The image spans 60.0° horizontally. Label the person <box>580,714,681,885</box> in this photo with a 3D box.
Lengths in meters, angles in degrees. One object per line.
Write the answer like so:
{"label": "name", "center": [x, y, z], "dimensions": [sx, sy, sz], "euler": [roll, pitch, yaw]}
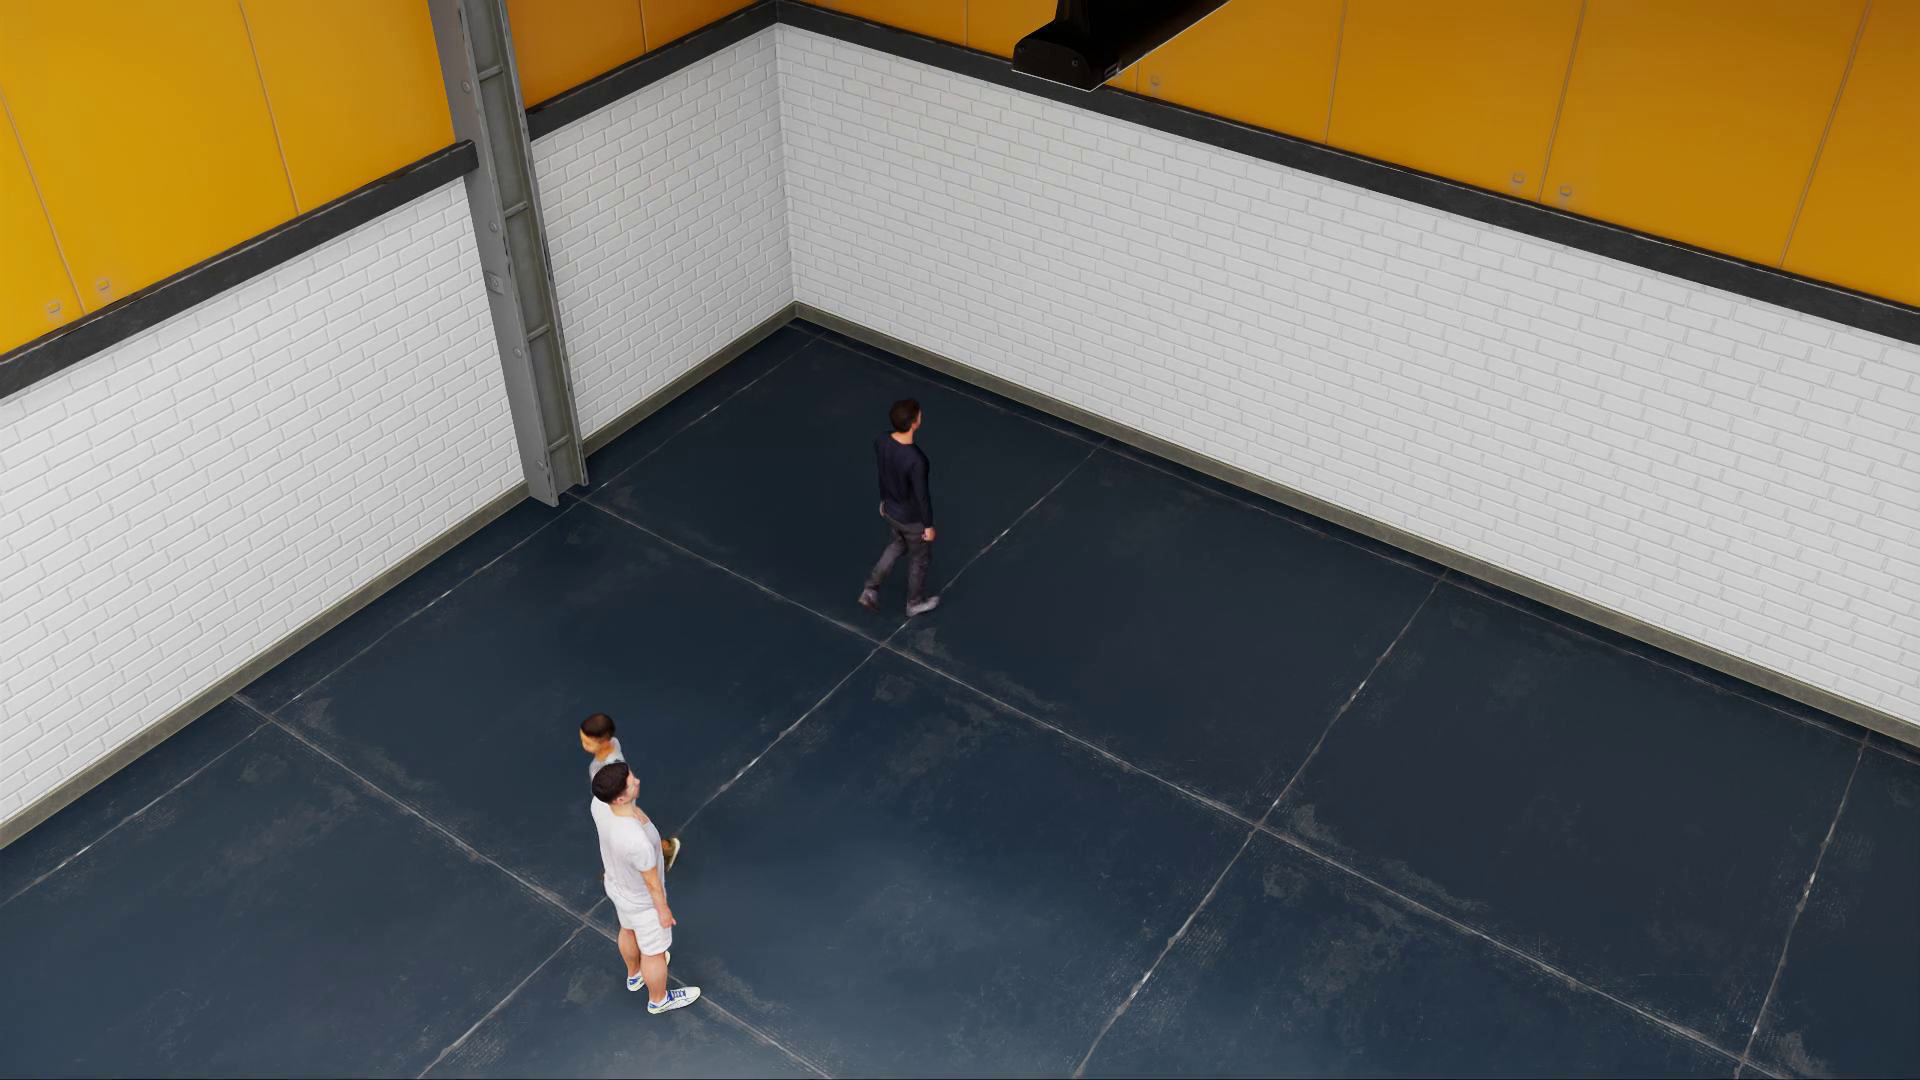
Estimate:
{"label": "person", "center": [-1.991, 1.510, 9.830], "dimensions": [0.883, 1.445, 0.783], "euler": [-14, 41, -17]}

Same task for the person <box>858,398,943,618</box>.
{"label": "person", "center": [-0.436, -0.146, 11.575], "dimensions": [0.970, 1.855, 0.781], "euler": [-27, 46, -30]}

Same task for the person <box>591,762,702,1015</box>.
{"label": "person", "center": [-1.765, 1.880, 9.038], "dimensions": [0.664, 1.855, 0.742], "euler": [-27, 46, -30]}
